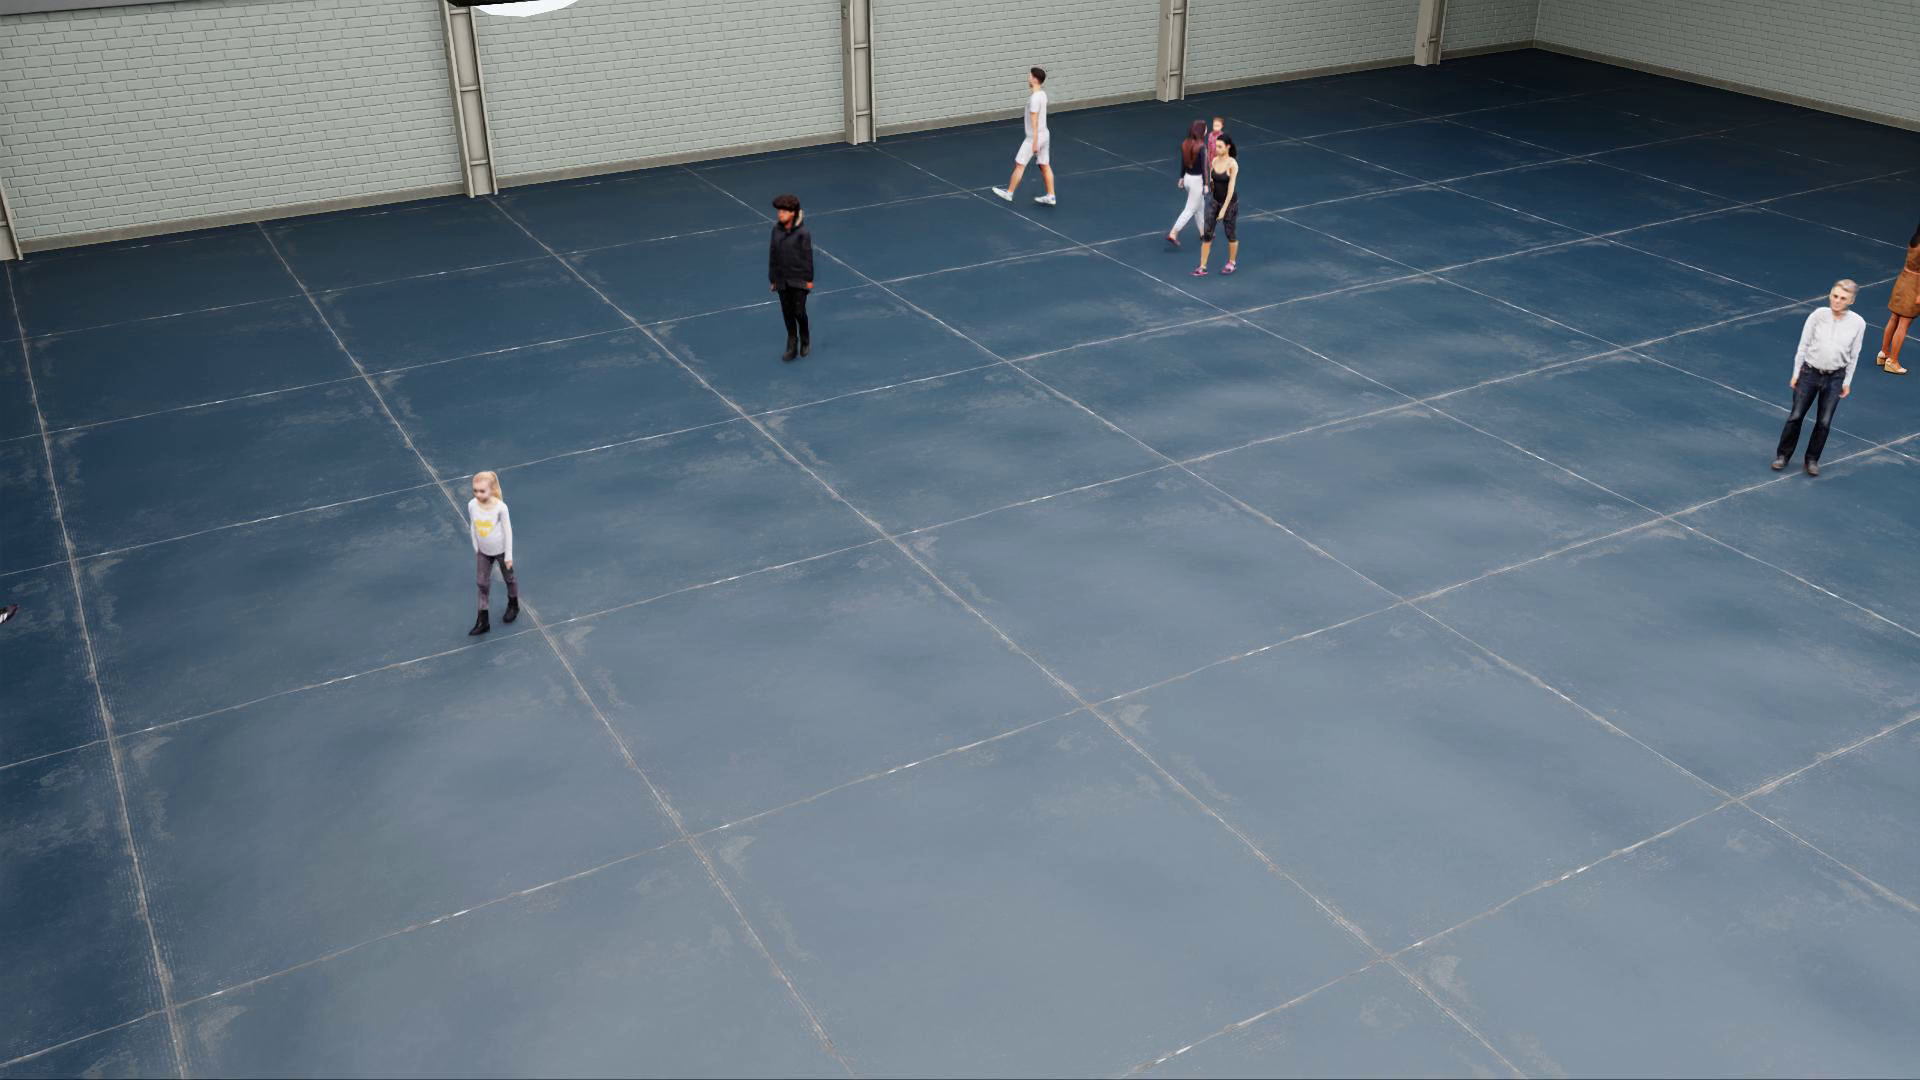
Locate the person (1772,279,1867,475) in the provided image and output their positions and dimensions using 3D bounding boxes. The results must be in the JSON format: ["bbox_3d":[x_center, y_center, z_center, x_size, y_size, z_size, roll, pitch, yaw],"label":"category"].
[{"bbox_3d":[7.694,-1.473,14.835,0.741,1.817,0.758,13,30,24],"label":"person"}]

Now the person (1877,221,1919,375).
[{"bbox_3d":[9.768,-2.561,17.088,0.681,1.689,0.637,4,28,8],"label":"person"}]

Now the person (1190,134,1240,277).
[{"bbox_3d":[3.232,-3.994,19.864,1.024,1.695,0.724,-25,36,-39],"label":"person"}]

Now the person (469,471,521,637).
[{"bbox_3d":[-3.464,0.047,12.493,0.826,1.258,0.861,5,28,10],"label":"person"}]

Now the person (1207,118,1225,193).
[{"bbox_3d":[3.629,-5.443,23.422,0.705,1.014,0.773,7,28,14],"label":"person"}]

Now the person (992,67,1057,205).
[{"bbox_3d":[1.126,-5.421,22.503,1.162,1.816,1.160,9,29,18],"label":"person"}]

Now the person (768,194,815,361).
[{"bbox_3d":[-1.719,-2.764,17.399,0.774,1.764,0.821,11,29,20],"label":"person"}]

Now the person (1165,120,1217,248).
[{"bbox_3d":[2.900,-4.439,20.860,1.047,1.575,0.603,-14,30,-25],"label":"person"}]
